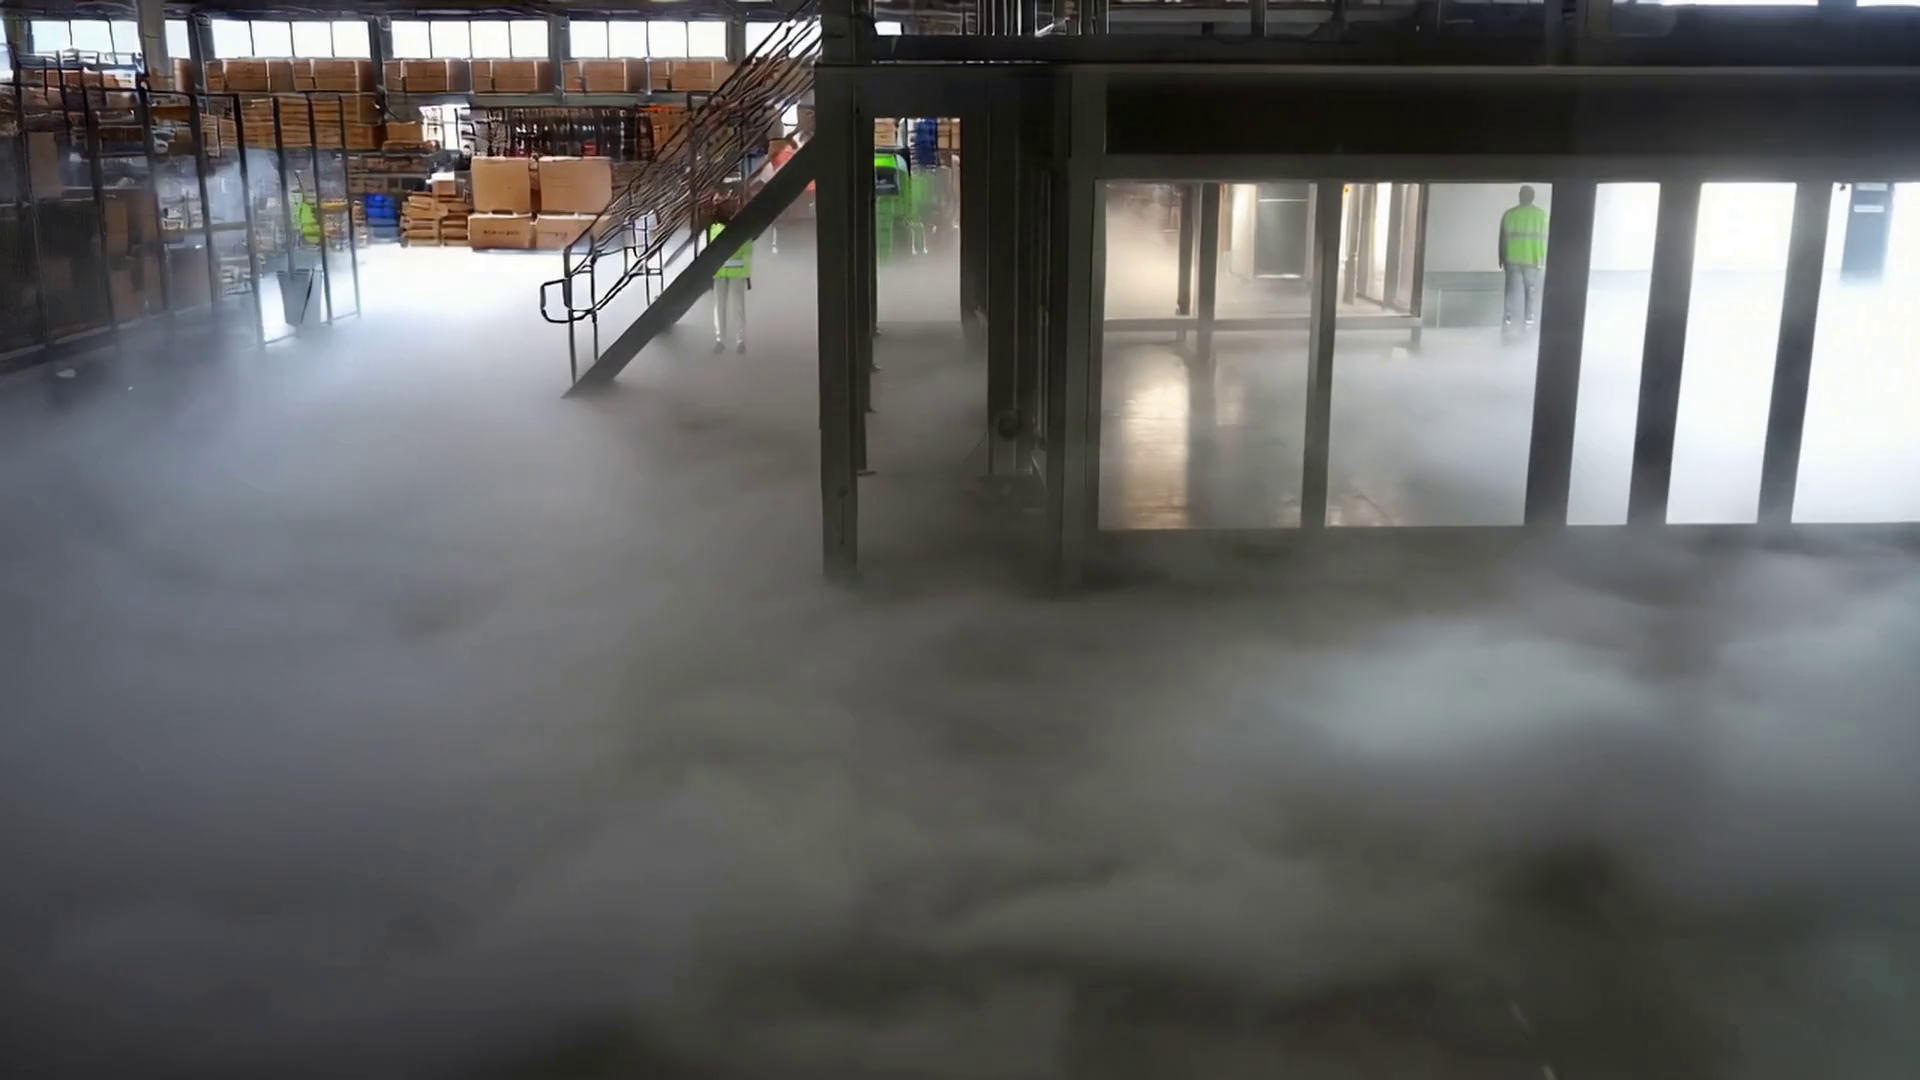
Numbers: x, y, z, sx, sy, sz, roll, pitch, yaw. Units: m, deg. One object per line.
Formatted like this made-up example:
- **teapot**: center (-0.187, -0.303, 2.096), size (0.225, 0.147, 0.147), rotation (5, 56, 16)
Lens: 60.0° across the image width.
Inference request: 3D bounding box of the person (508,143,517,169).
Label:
- **person**: center (-22.638, -19.151, 84.105), size (0.934, 1.787, 0.586), rotation (-3, 14, -13)

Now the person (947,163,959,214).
- **person**: center (0.029, -11.026, 51.228), size (1.059, 1.987, 0.624), rotation (-5, 15, -18)

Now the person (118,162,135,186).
- **person**: center (-18.622, -7.524, 37.384), size (1.028, 1.909, 0.614), rotation (0, 14, -1)

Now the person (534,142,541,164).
- **person**: center (-21.247, -19.061, 83.401), size (0.377, 1.950, 0.612), rotation (7, 16, 27)

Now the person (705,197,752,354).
- **person**: center (-2.803, -3.197, 20.130), size (0.584, 1.881, 0.339), rotation (2, 14, 7)

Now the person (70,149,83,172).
- **person**: center (-39.828, -16.818, 75.022), size (0.544, 1.642, 0.913), rotation (-8, 16, -28)

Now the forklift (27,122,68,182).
- **forklift**: center (-35.376, -14.773, 64.377), size (1.129, 2.768, 1.873), rotation (-1, 14, -2)
